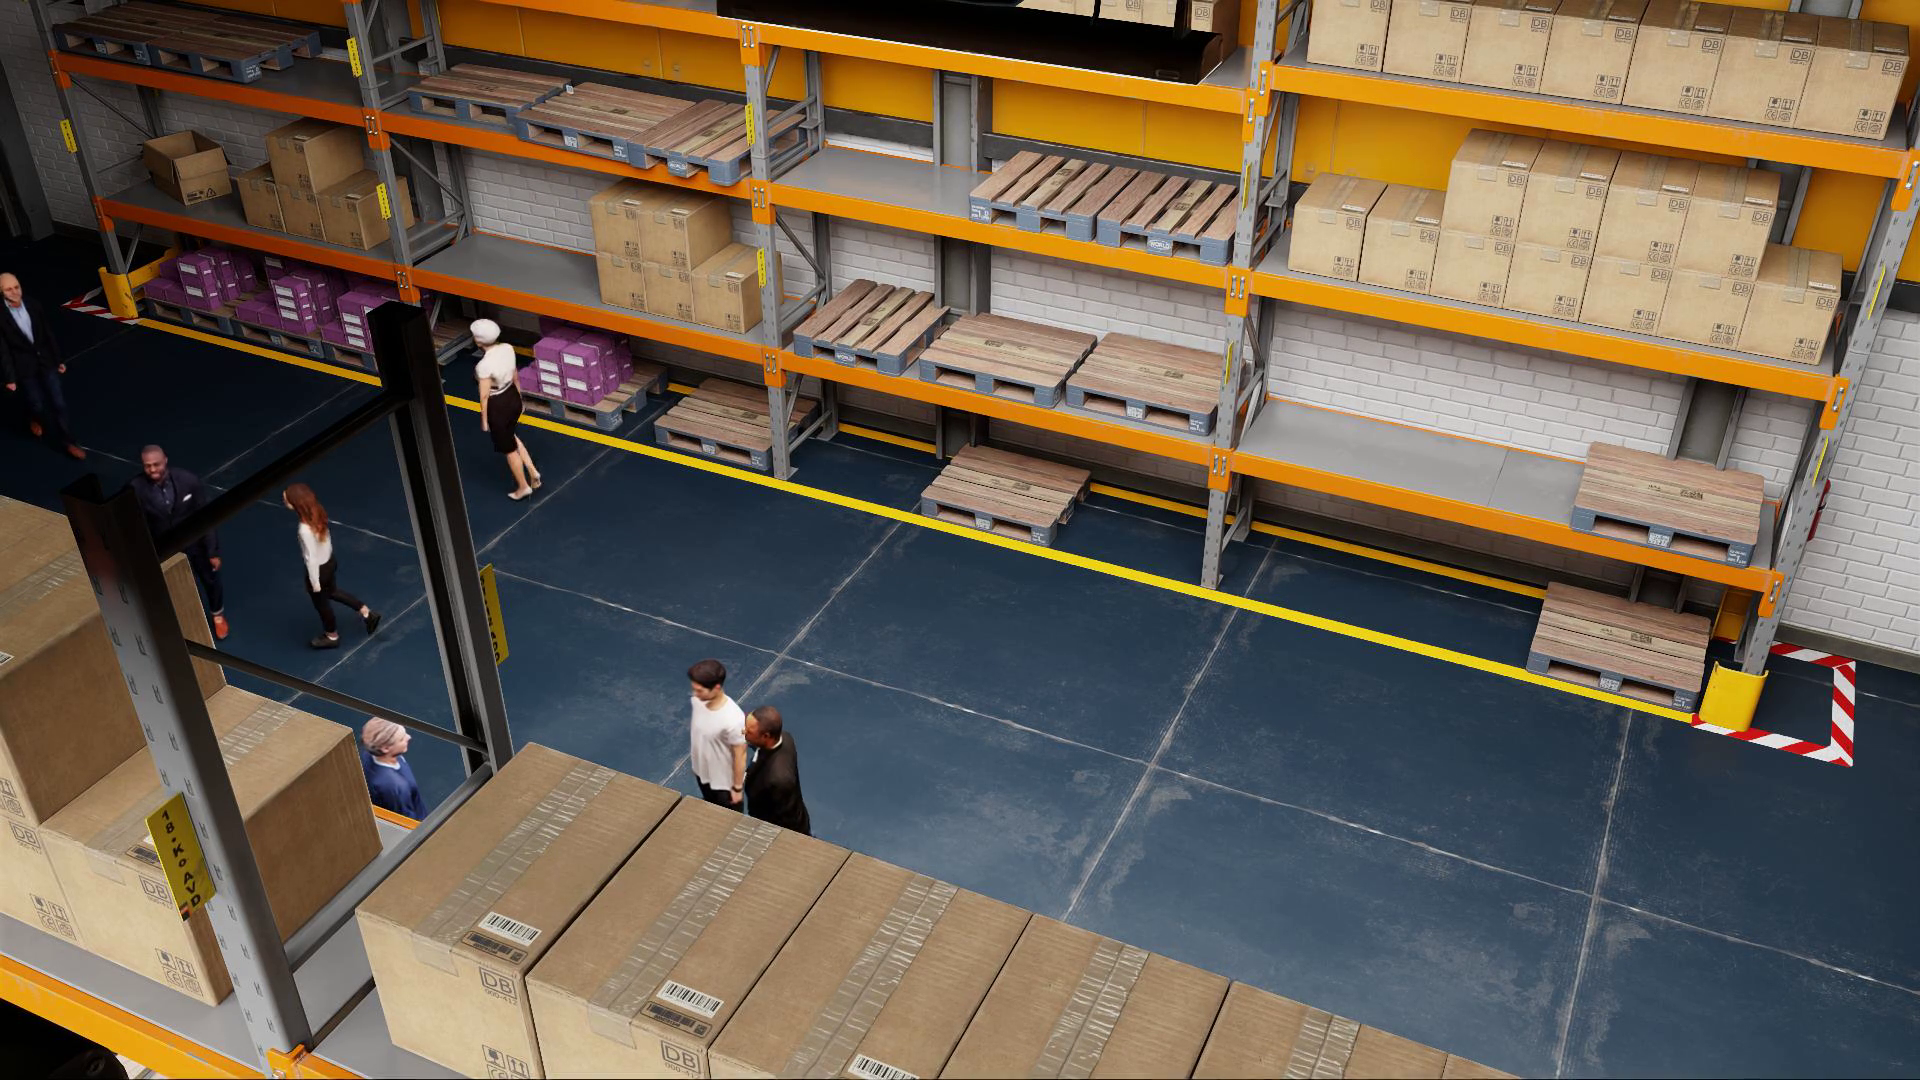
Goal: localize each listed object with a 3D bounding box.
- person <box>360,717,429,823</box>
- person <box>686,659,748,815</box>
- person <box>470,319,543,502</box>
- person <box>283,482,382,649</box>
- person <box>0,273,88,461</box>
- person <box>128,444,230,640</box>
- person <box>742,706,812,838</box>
[{"bbox_3d":[-3.258,1.761,9.749,0.804,1.866,0.692,-19,38,-26],"label":"person"},{"bbox_3d":[-1.494,1.421,10.395,0.754,1.717,0.604,-27,42,-35],"label":"person"},{"bbox_3d":[-3.783,-1.057,14.100,0.727,1.742,0.671,12,35,17],"label":"person"},{"bbox_3d":[-4.724,0.192,12.464,0.894,1.474,0.759,-1,34,-2],"label":"person"},{"bbox_3d":[-8.297,-1.573,14.844,1.105,1.778,0.859,24,40,31],"label":"person"},{"bbox_3d":[-5.802,0.014,12.450,1.056,1.785,1.136,-14,36,-20],"label":"person"},{"bbox_3d":[-0.962,1.745,9.765,1.166,1.876,1.030,-2,34,-3],"label":"person"}]
